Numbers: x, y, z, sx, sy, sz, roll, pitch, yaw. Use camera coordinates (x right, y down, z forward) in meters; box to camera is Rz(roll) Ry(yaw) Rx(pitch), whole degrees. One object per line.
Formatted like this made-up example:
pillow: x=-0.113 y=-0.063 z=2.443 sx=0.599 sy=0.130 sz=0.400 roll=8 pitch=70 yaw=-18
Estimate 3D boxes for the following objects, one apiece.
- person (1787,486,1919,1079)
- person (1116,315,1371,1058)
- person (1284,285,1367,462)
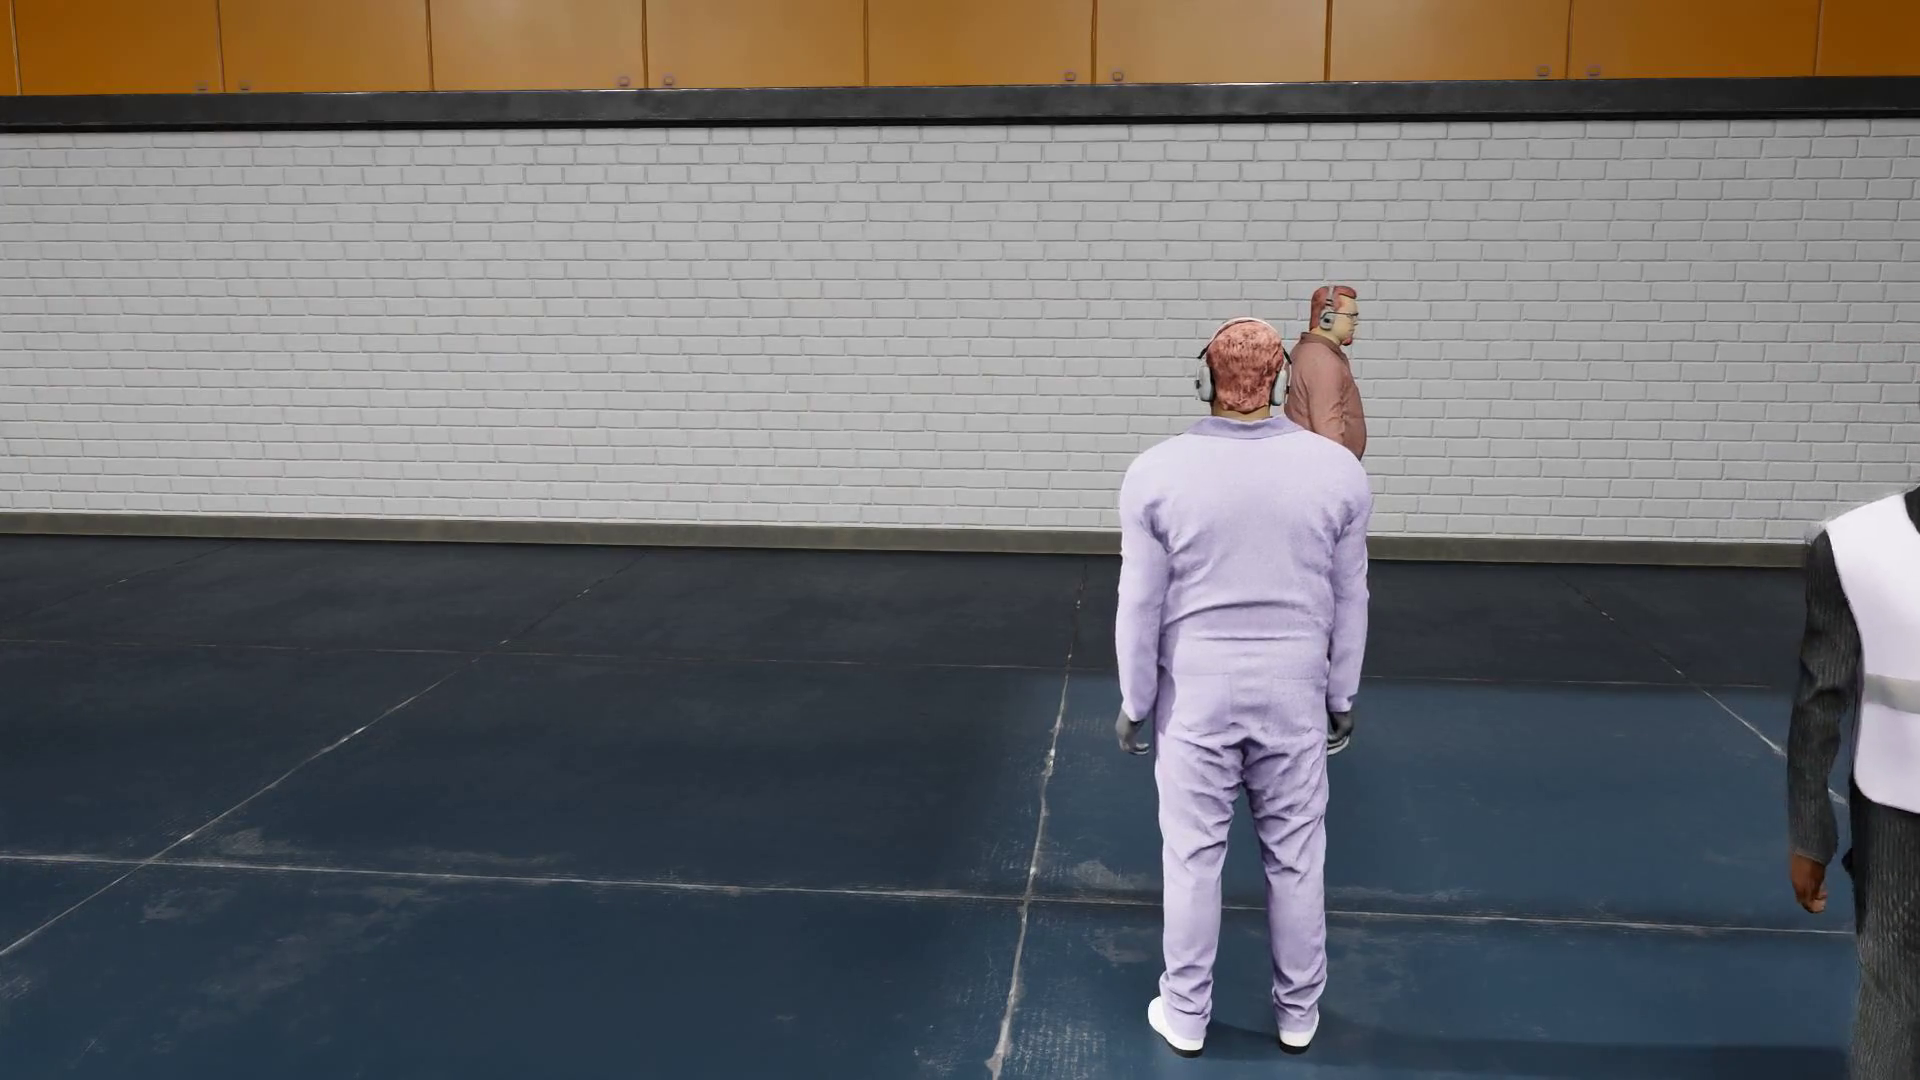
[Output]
person: x=1.977 y=0.549 z=3.349 sx=0.627 sy=1.902 sz=0.497 roll=2 pitch=10 yaw=12
person: x=0.714 y=0.387 z=4.279 sx=0.637 sy=1.911 sz=0.403 roll=0 pitch=10 yaw=1
person: x=1.792 y=-0.295 z=8.190 sx=0.401 sy=1.904 sz=0.648 roll=0 pitch=10 yaw=-1
